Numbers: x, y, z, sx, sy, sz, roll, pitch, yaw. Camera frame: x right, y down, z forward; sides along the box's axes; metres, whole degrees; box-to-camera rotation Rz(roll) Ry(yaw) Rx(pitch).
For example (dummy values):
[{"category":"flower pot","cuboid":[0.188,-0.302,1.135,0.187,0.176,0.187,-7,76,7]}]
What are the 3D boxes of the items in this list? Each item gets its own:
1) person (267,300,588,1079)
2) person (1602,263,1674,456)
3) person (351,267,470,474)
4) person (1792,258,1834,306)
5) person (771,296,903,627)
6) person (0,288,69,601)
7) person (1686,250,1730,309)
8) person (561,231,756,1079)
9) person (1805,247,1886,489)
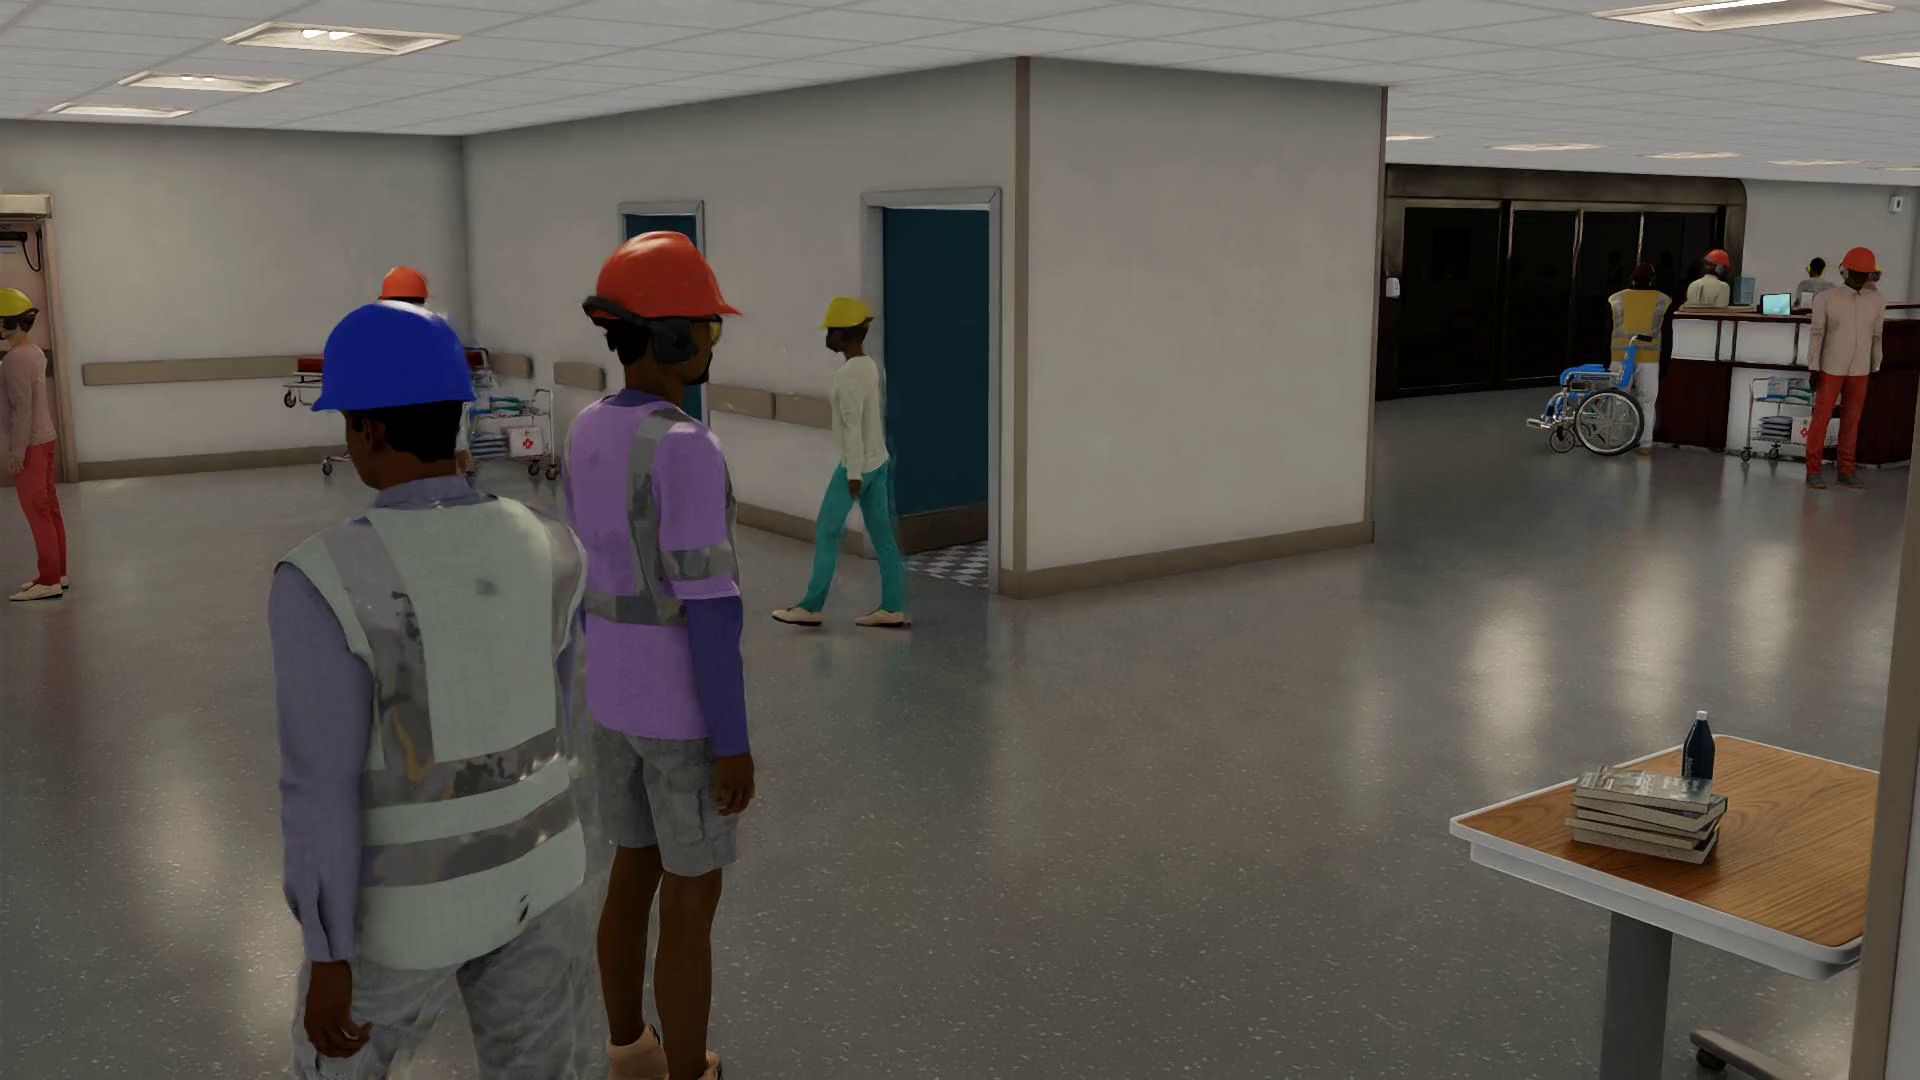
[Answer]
[{"category":"person","cuboid":[-0.957,0.563,2.853,0.757,1.920,0.617,7,12,35]},{"category":"person","cuboid":[6.470,-1.718,15.902,0.628,1.836,0.429,5,11,24]},{"category":"person","cuboid":[-3.008,-0.570,9.307,0.957,1.902,0.548,6,12,30]},{"category":"person","cuboid":[11.673,-2.963,22.924,0.642,1.808,0.892,-1,10,-8]},{"category":"person","cuboid":[-0.653,-0.394,8.711,0.784,1.733,0.553,2,10,11]},{"category":"person","cuboid":[-5.329,-0.540,9.478,0.310,1.768,0.533,-3,11,-17]},{"category":"person","cuboid":[8.609,-2.339,19.066,0.826,1.938,0.658,-5,11,-25]},{"category":"person","cuboid":[-0.638,0.353,3.692,0.368,2.047,0.606,-8,13,-38]},{"category":"person","cuboid":[7.305,-1.409,13.719,0.610,1.990,0.390,0,10,-1]}]
